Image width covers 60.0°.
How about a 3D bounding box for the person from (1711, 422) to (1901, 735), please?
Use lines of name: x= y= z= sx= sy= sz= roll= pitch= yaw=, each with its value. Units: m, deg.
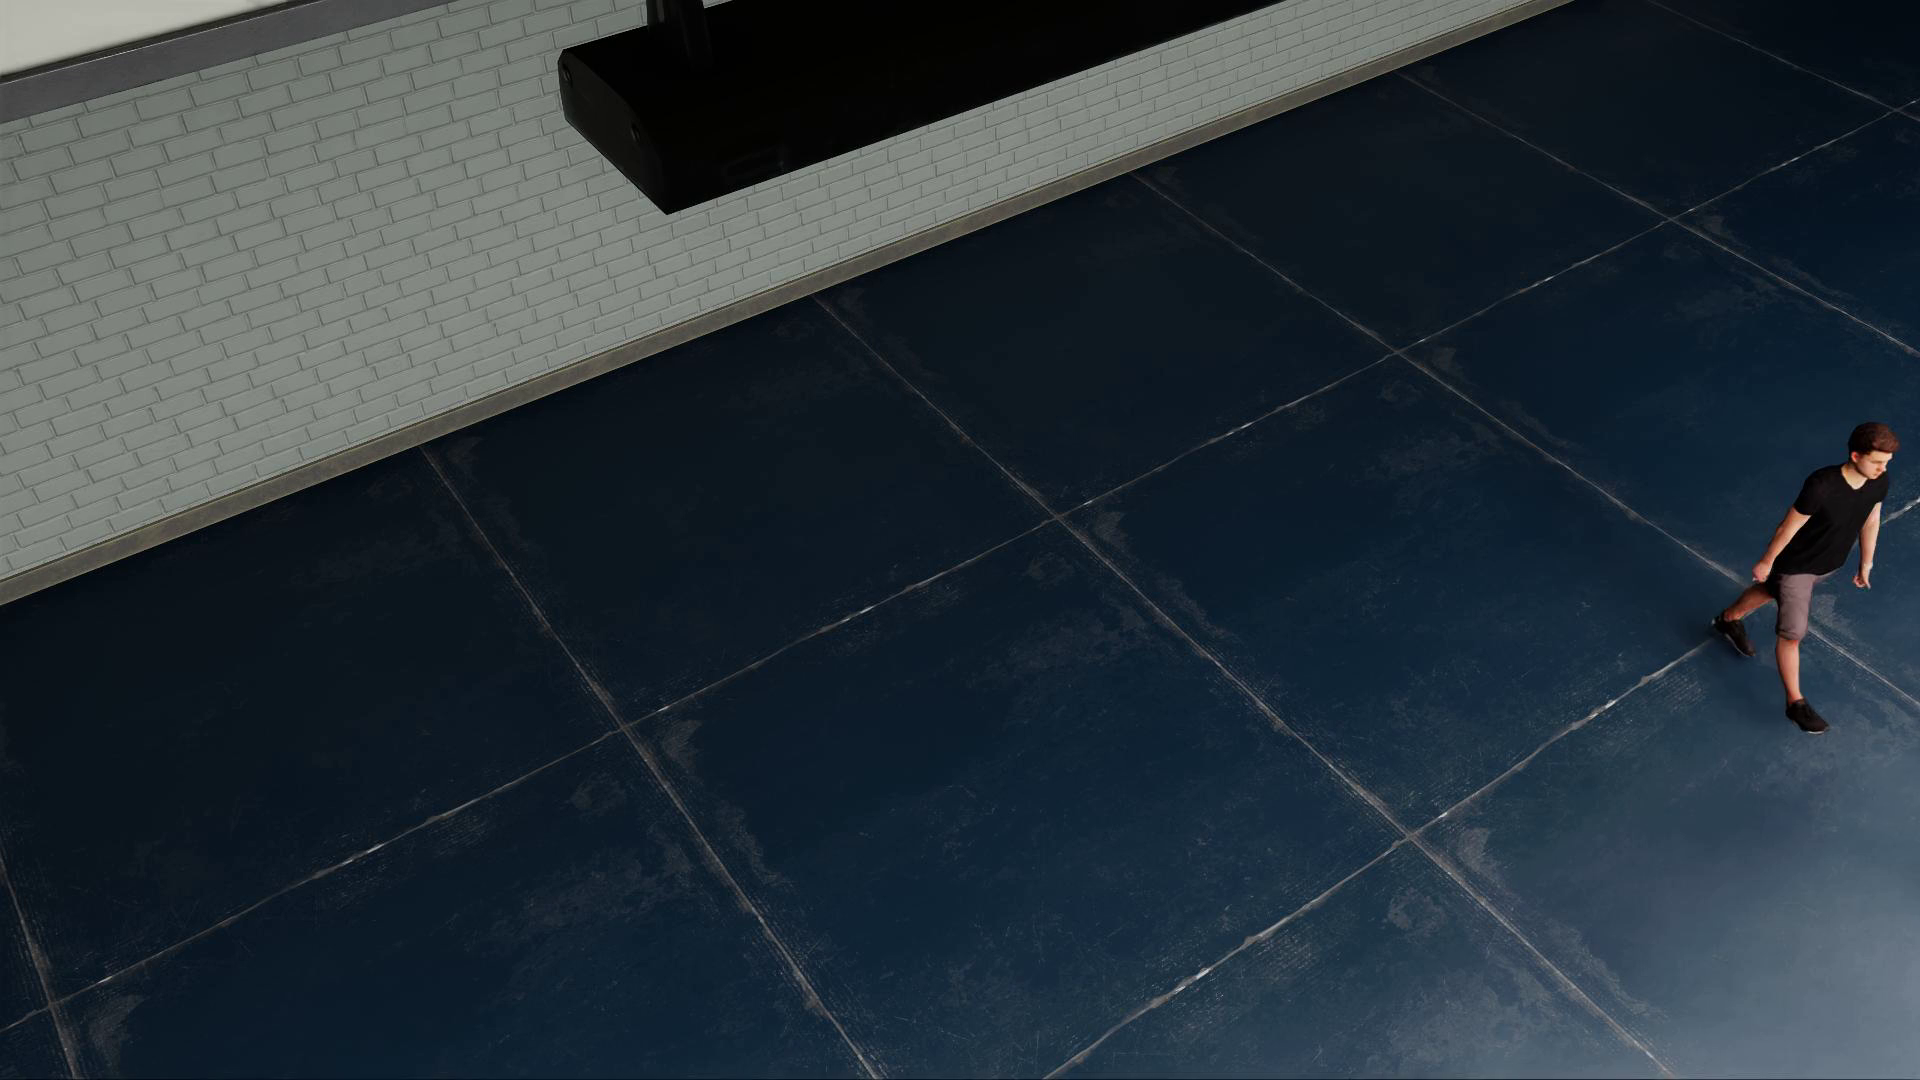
person: x=4.462 y=0.047 z=8.867 sx=0.911 sy=1.806 sz=1.292 roll=-14 pitch=45 yaw=-15
